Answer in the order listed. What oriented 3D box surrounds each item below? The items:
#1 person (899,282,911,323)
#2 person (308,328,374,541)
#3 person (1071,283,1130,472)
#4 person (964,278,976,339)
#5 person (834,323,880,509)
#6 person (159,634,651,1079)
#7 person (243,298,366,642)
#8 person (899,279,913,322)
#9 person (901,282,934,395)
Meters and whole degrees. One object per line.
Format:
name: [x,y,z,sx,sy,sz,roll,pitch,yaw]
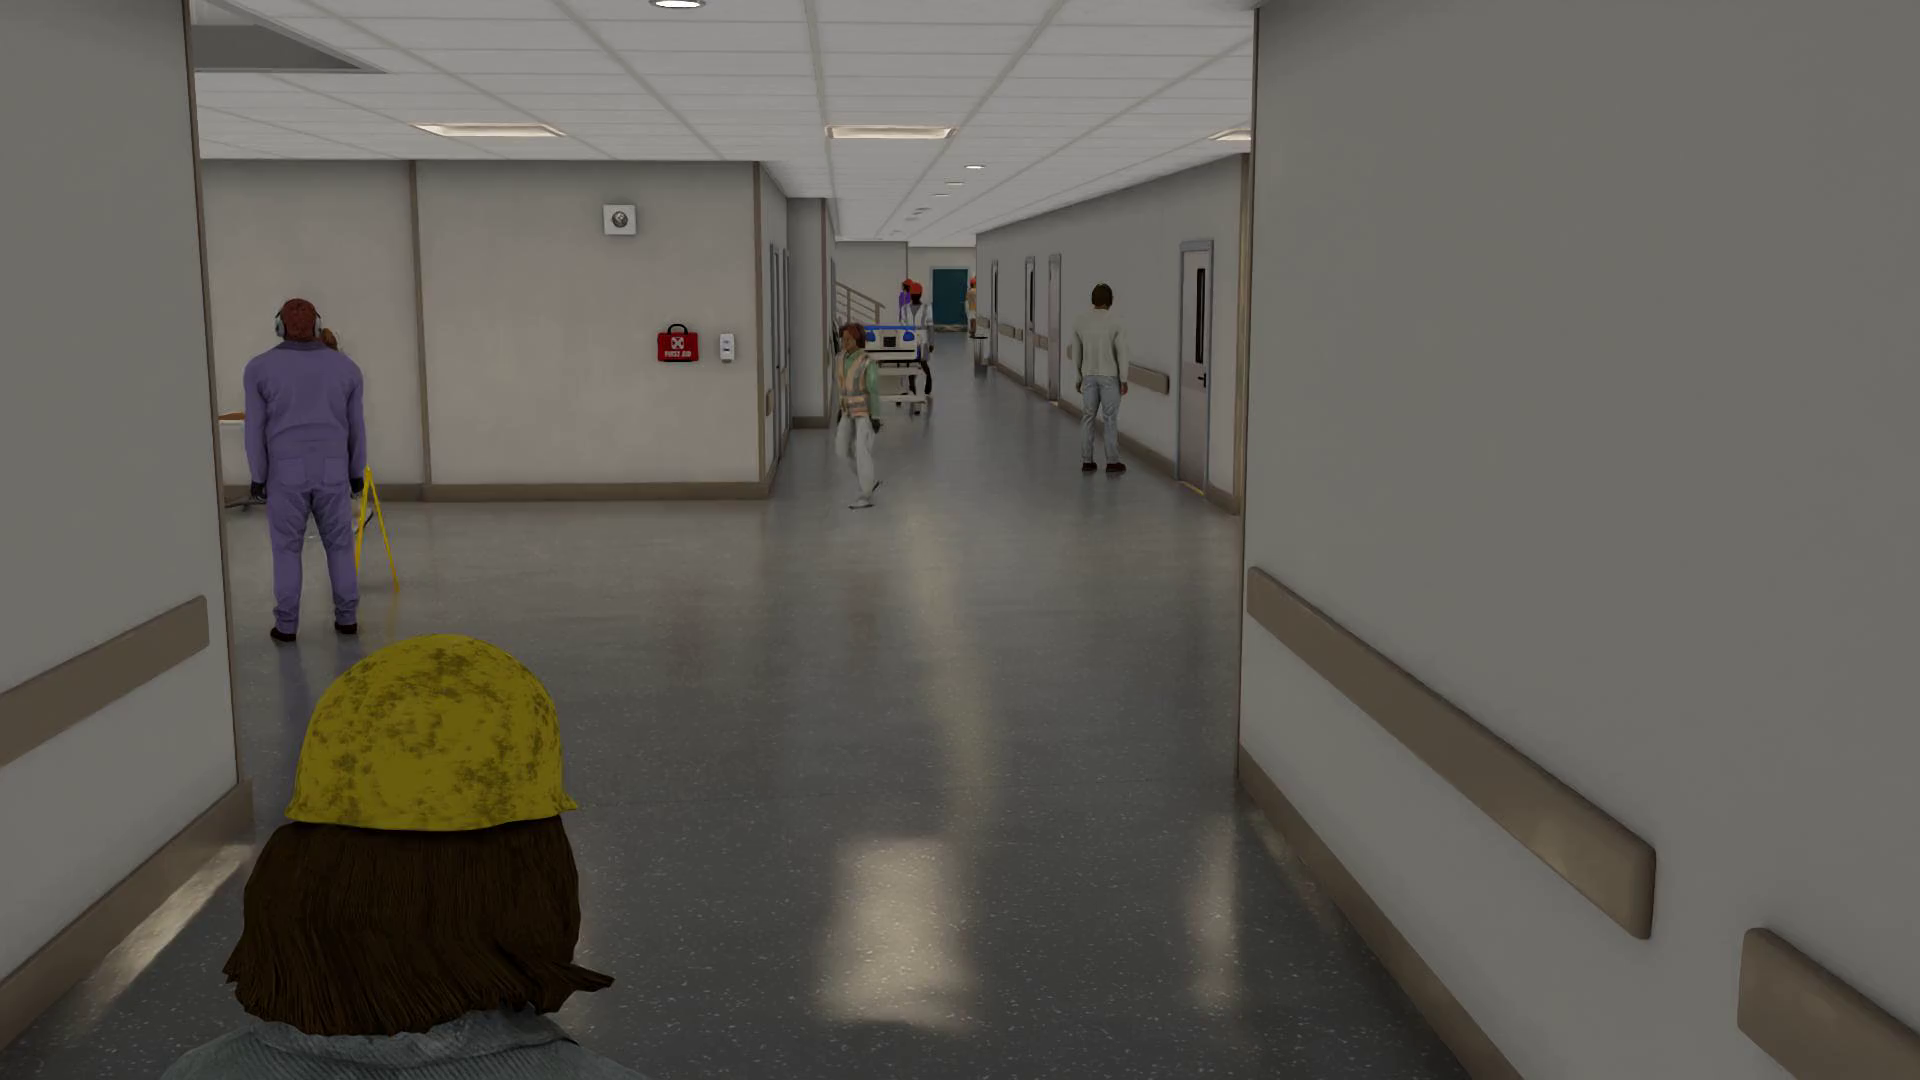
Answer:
person: [-1.424,-6.020,44.787,0.384,1.838,0.617,-7,11,-37]
person: [-4.782,-0.792,12.627,0.395,1.627,0.523,-6,11,-32]
person: [1.450,-1.662,17.113,0.628,1.940,0.372,5,10,28]
person: [0.387,-7.380,53.084,0.551,1.905,0.793,-7,11,-36]
person: [-0.862,-1.079,14.448,0.457,1.612,0.538,-9,12,-43]
person: [-0.417,0.939,1.422,0.484,1.735,0.310,1,9,8]
person: [-3.652,-0.394,9.303,0.644,1.899,0.397,-6,11,-35]
person: [-1.312,-5.561,41.627,0.374,1.927,0.542,-5,10,-26]
person: [-0.689,-3.301,27.484,0.554,1.916,0.750,3,9,17]
